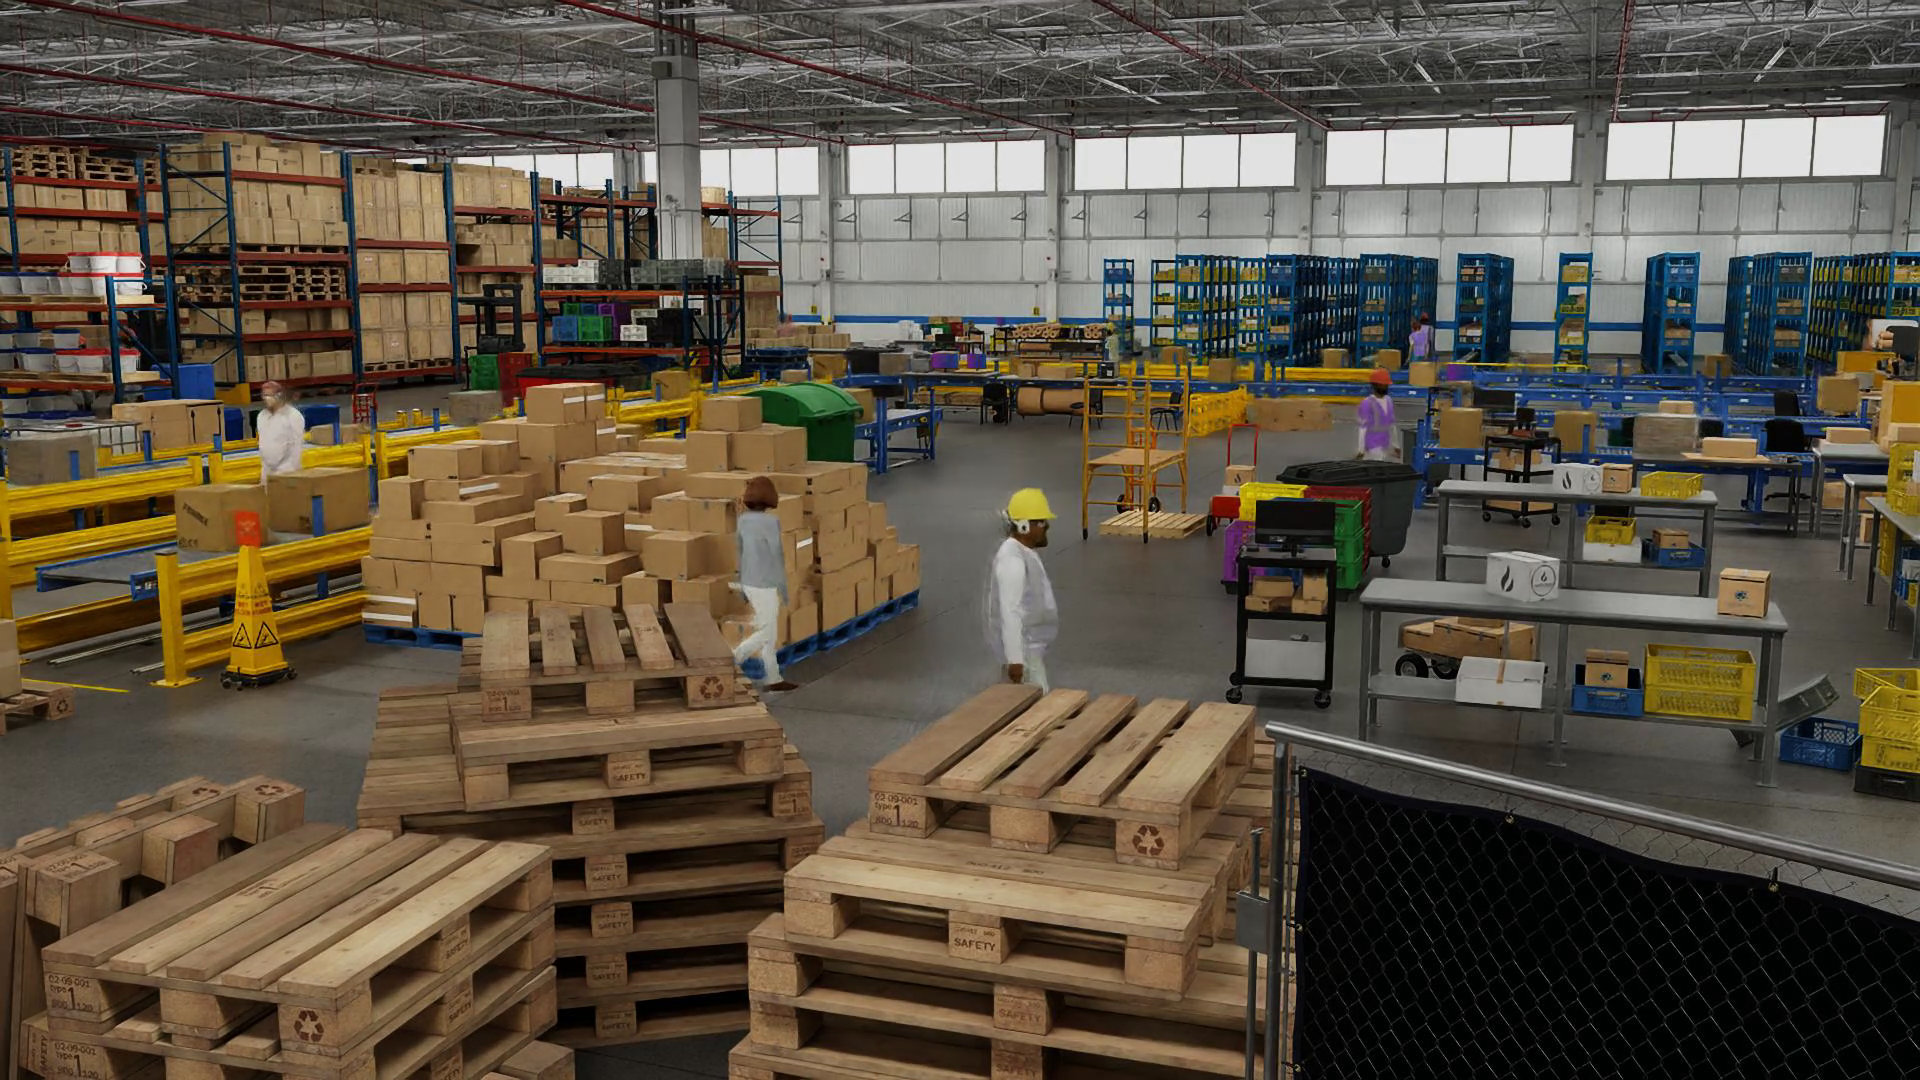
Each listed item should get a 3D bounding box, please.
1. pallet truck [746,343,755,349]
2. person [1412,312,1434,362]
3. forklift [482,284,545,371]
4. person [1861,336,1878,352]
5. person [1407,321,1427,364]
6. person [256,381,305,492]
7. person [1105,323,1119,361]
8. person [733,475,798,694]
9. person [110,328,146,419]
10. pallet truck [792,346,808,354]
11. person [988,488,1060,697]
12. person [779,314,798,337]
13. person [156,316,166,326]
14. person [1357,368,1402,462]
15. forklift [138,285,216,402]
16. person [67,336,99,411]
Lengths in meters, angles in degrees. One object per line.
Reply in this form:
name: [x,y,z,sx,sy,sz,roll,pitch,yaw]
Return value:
pallet truck: [-6.183,-4.618,44.264,1.601,1.201,0.680,-9,12,-43]
person: [12.765,-5.281,45.967,0.632,2.024,0.553,4,10,22]
forklift: [-10.832,-4.702,39.610,1.129,2.768,1.873,3,10,20]
person: [21.923,-4.277,40.119,0.635,1.879,1.191,-5,10,-27]
person: [11.858,-4.746,43.141,0.565,1.840,0.390,-5,10,-27]
person: [-7.422,-0.792,18.191,0.641,1.888,0.482,3,10,21]
person: [3.914,-4.713,43.001,0.485,1.815,0.610,0,9,-1]
person: [-1.478,0.340,11.906,0.634,1.607,0.530,-7,11,-36]
person: [-16.358,-3.153,32.655,0.979,2.010,0.612,4,10,24]
pallet truck: [-3.705,-4.298,42.022,0.653,1.274,1.630,3,10,20]
person: [0.377,0.604,9.597,0.414,1.822,0.615,1,9,9]
person: [-5.134,-5.881,50.231,0.657,1.856,1.024,6,11,34]
person: [-24.470,-5.977,51.036,0.646,1.793,0.954,5,10,27]
person: [5.147,-1.197,20.696,0.544,1.901,0.947,-8,12,-42]
forklift: [-17.480,-4.200,36.461,1.873,2.768,1.129,3,10,19]
person: [-16.543,-2.901,31.381,0.544,1.907,0.894,-7,11,-37]
